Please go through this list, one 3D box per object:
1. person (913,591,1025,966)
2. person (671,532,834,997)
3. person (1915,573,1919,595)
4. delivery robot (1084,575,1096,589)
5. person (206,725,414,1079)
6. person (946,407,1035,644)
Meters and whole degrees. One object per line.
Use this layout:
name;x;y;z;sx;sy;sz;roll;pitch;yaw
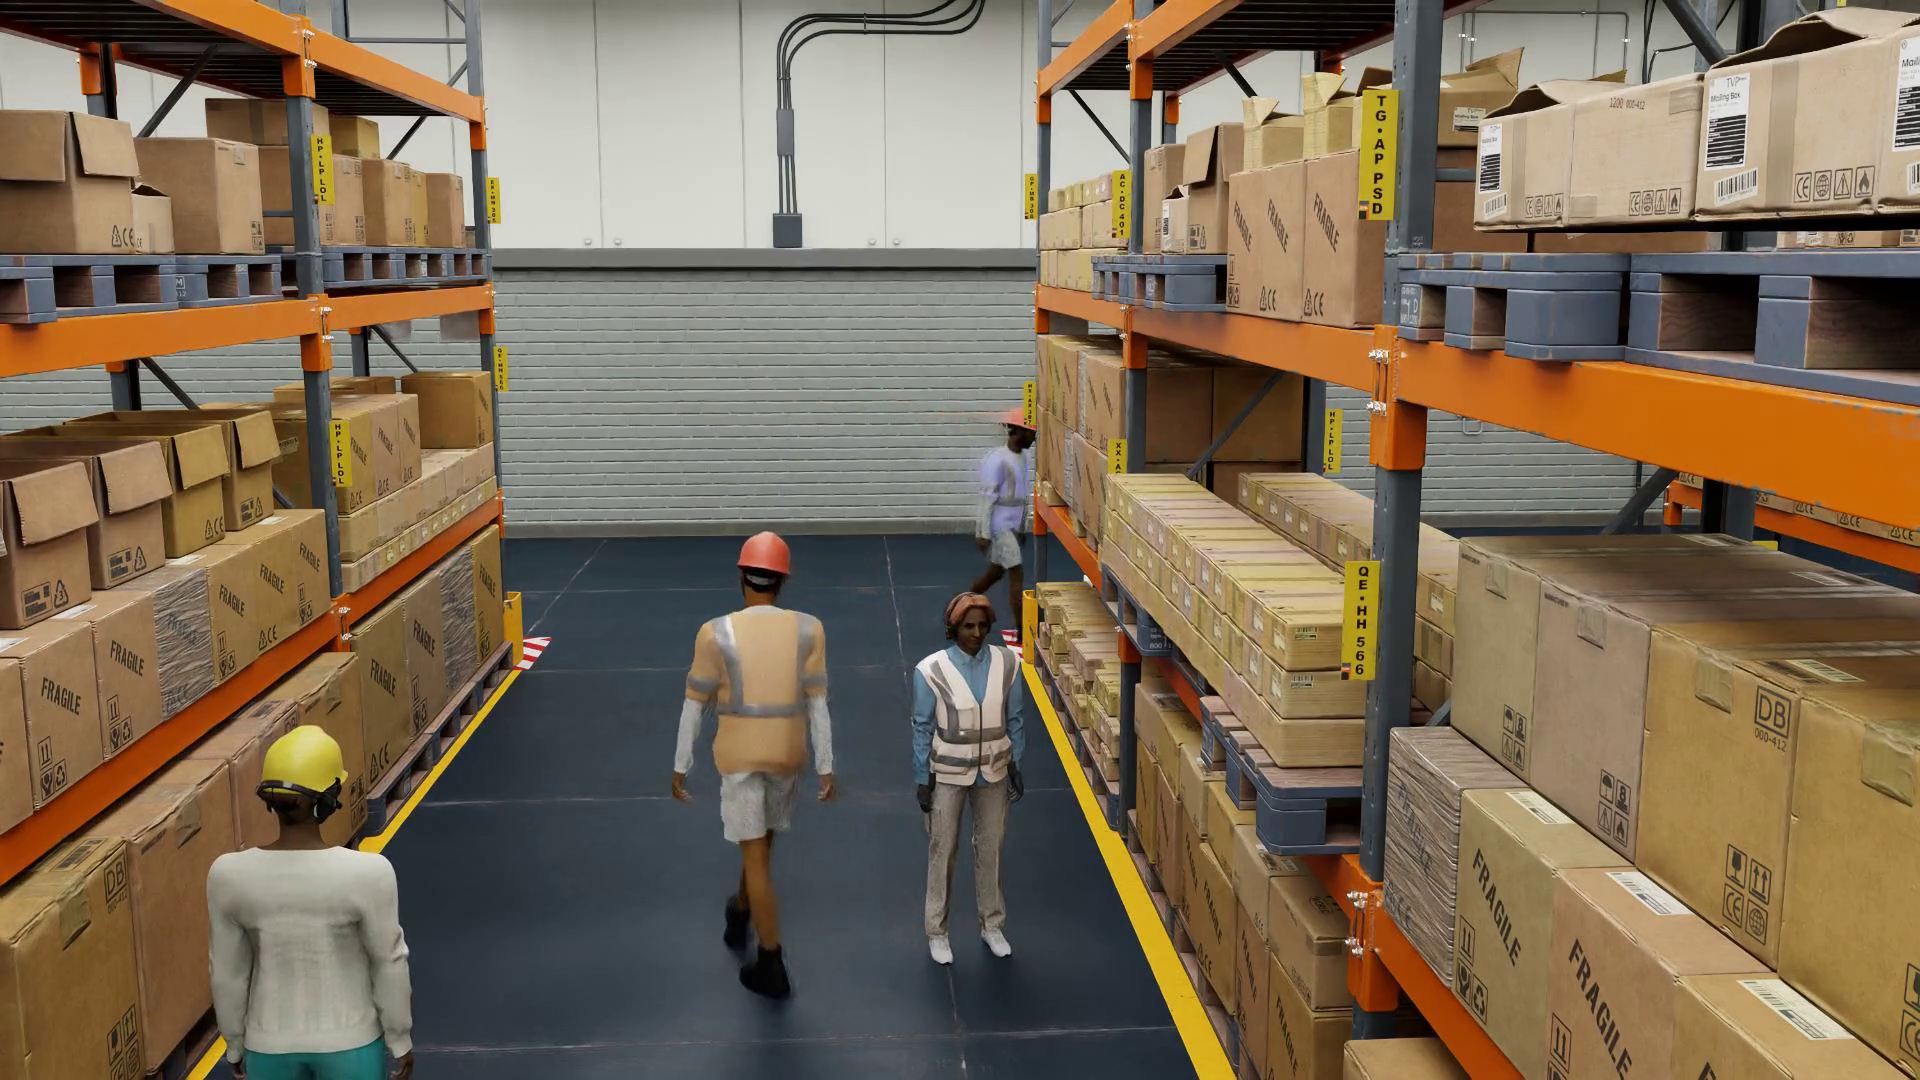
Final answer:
person;0.033;1.018;7.161;0.508;1.628;0.320;-4;10;-22
person;-0.895;0.910;7.067;0.645;1.869;0.935;-4;10;-23
person;7.286;0.039;12.266;0.654;1.855;0.986;0;10;3
delivery robot;1.354;0.413;13.607;0.707;0.478;0.477;9;13;43
person;-1.783;1.381;4.623;0.533;1.767;0.312;0;10;-2
person;0.296;-0.121;13.181;0.946;1.879;0.604;5;11;28
